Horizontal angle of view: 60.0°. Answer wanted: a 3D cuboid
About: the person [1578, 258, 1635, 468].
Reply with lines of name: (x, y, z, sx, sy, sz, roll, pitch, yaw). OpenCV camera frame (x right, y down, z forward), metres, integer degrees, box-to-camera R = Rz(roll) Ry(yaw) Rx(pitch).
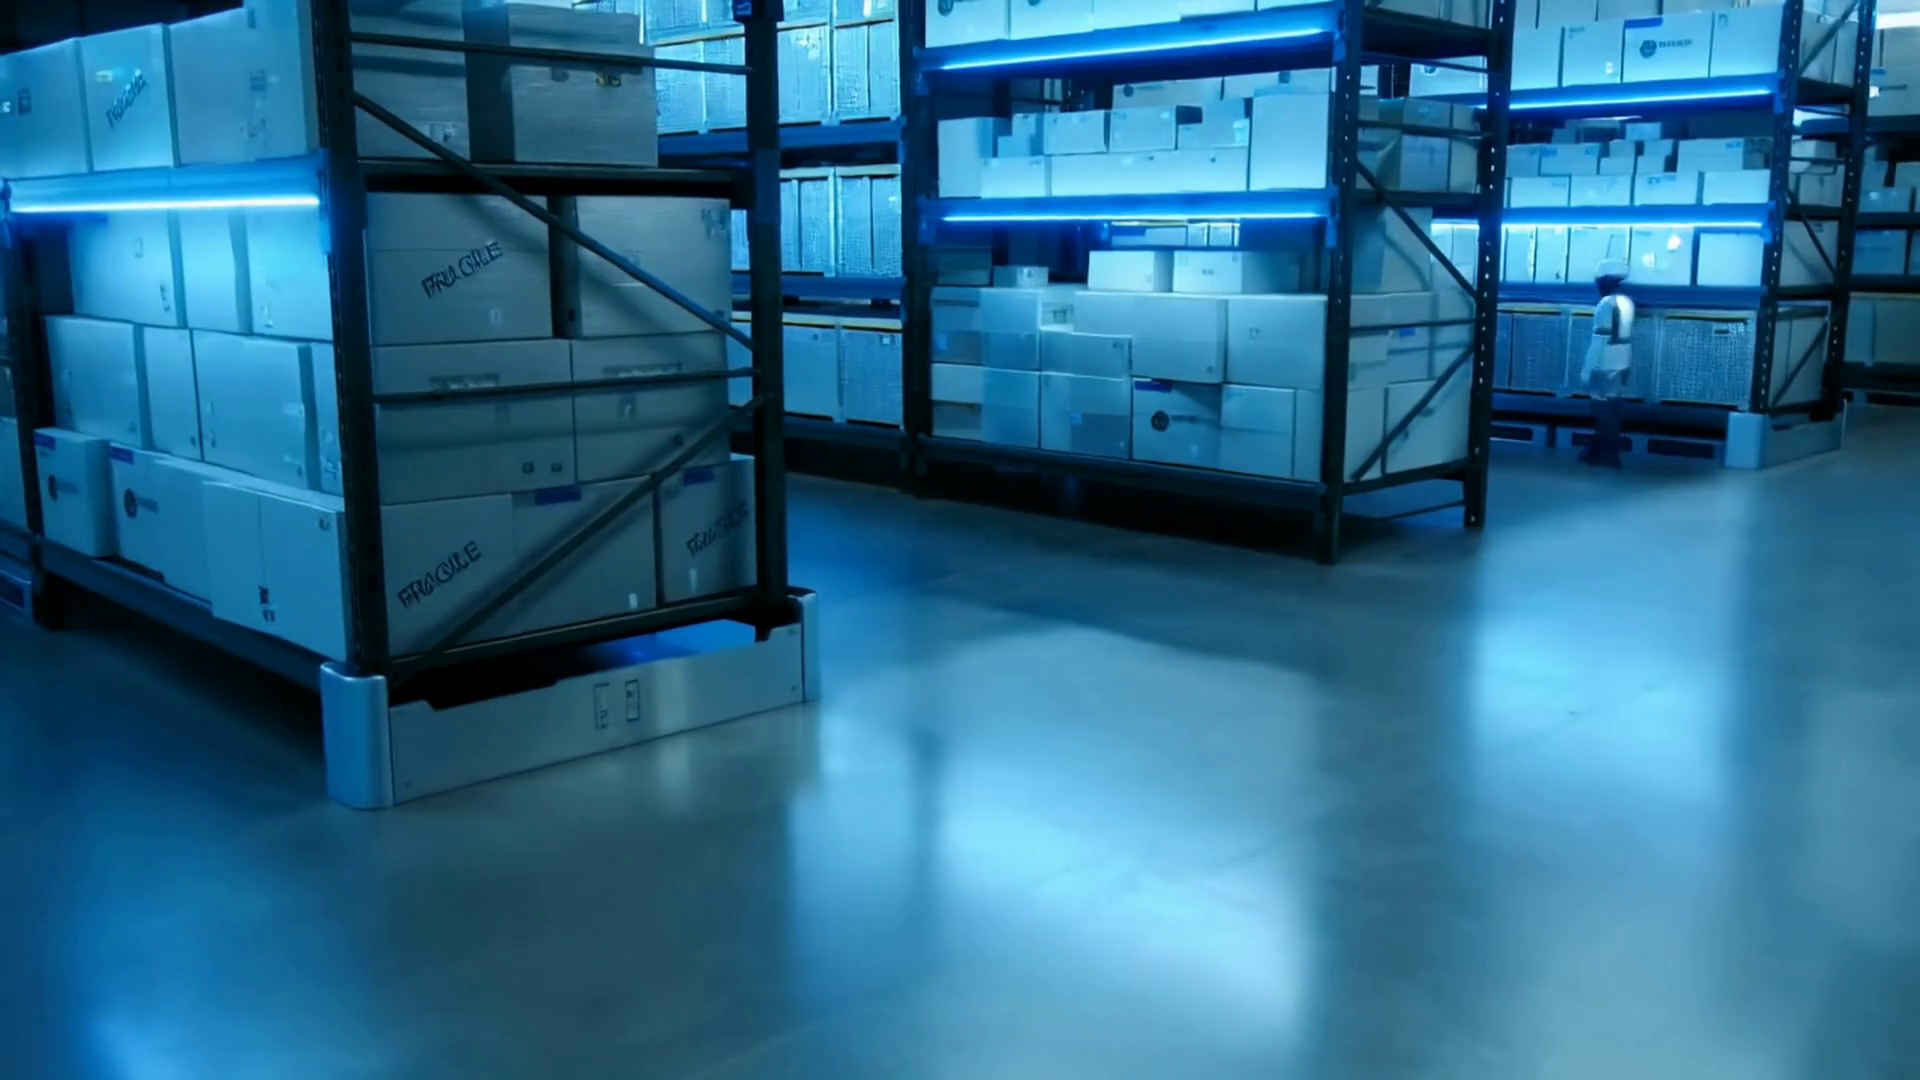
person: (5.918, -1.632, 15.377, 0.634, 1.913, 0.563, 10, 14, 44)
